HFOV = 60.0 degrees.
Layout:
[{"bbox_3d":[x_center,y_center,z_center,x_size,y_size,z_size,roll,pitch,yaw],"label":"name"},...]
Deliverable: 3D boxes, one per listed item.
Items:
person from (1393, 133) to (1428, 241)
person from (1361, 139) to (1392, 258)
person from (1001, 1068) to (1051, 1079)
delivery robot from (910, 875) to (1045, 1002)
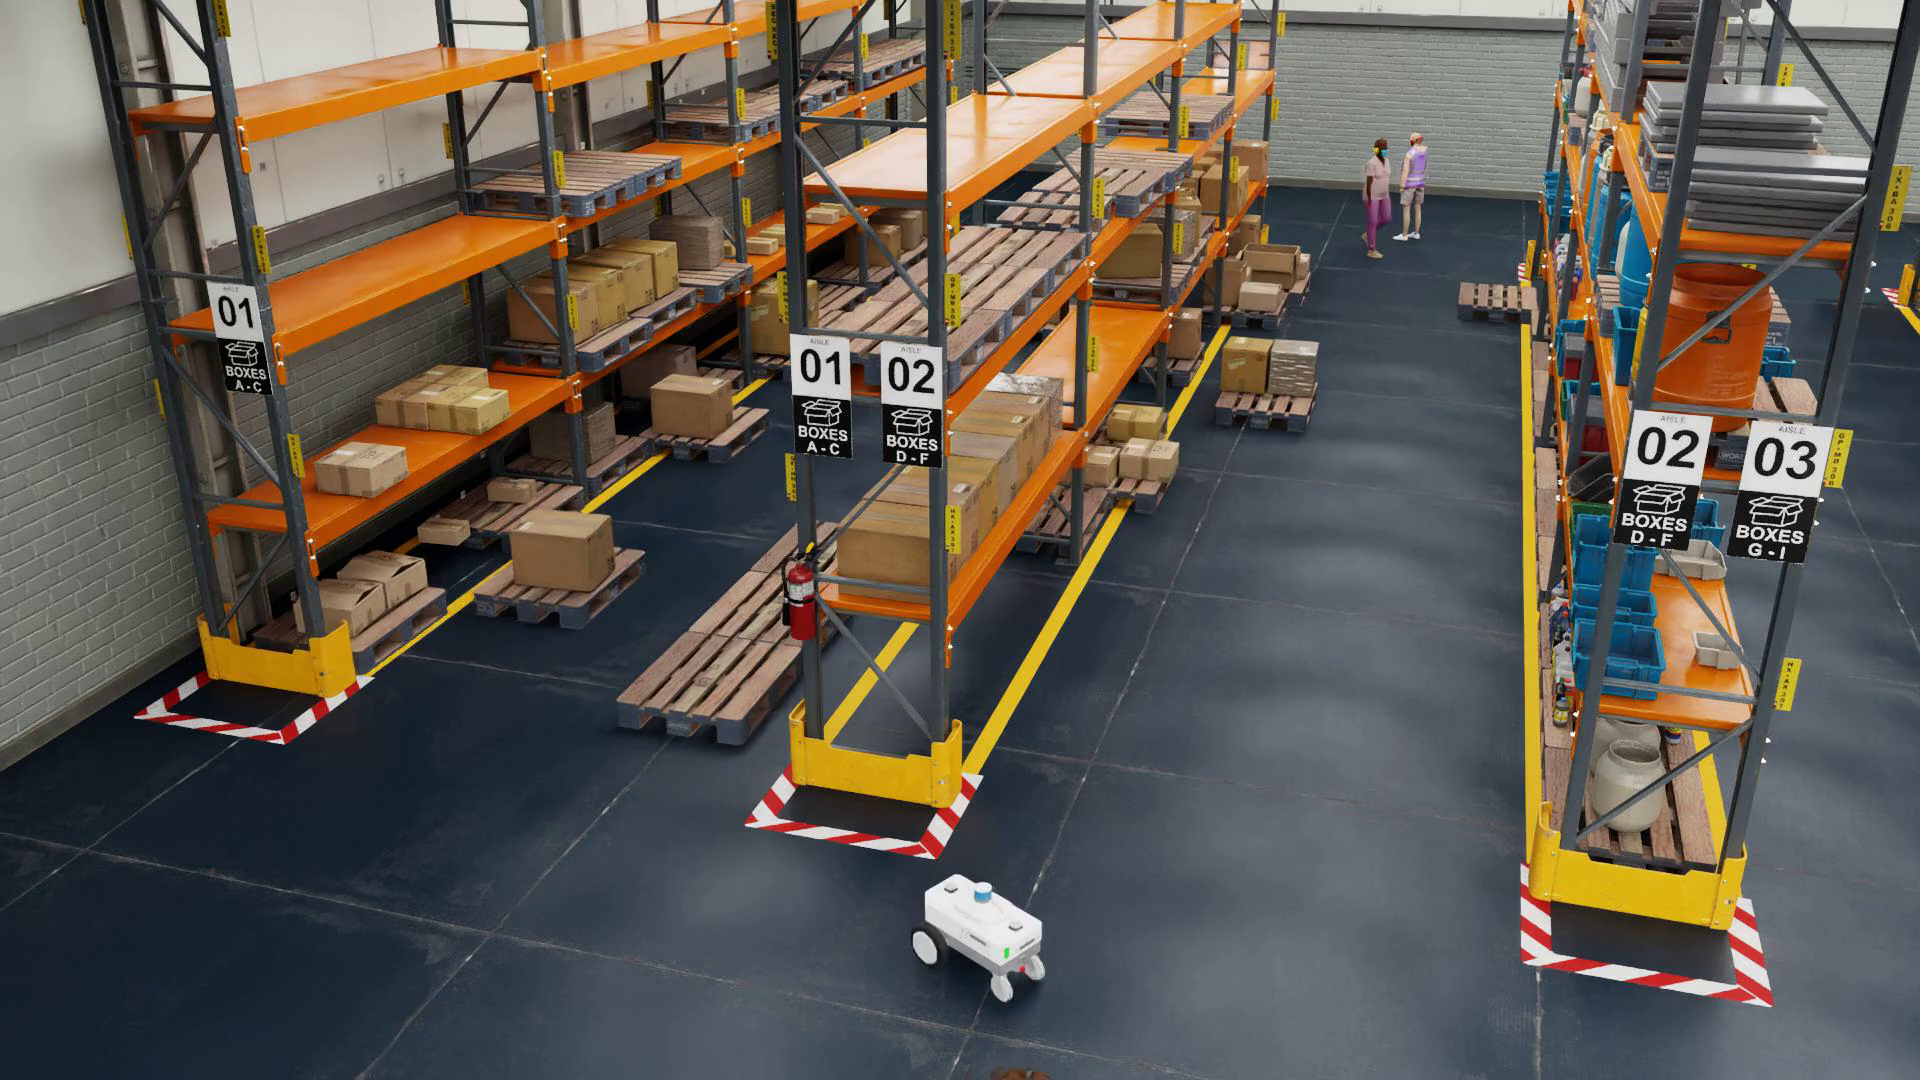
[{"bbox_3d":[7.163,-5.585,26.335,0.491,1.688,0.349,-14,27,-29],"label":"person"},{"bbox_3d":[6.352,-5.217,25.353,0.536,1.786,0.537,-13,27,-28],"label":"person"},{"bbox_3d":[0.267,2.845,6.659,0.991,1.780,0.642,5,24,12],"label":"person"},{"bbox_3d":[0.122,2.240,9.597,0.767,0.579,0.499,21,31,40],"label":"delivery robot"}]
